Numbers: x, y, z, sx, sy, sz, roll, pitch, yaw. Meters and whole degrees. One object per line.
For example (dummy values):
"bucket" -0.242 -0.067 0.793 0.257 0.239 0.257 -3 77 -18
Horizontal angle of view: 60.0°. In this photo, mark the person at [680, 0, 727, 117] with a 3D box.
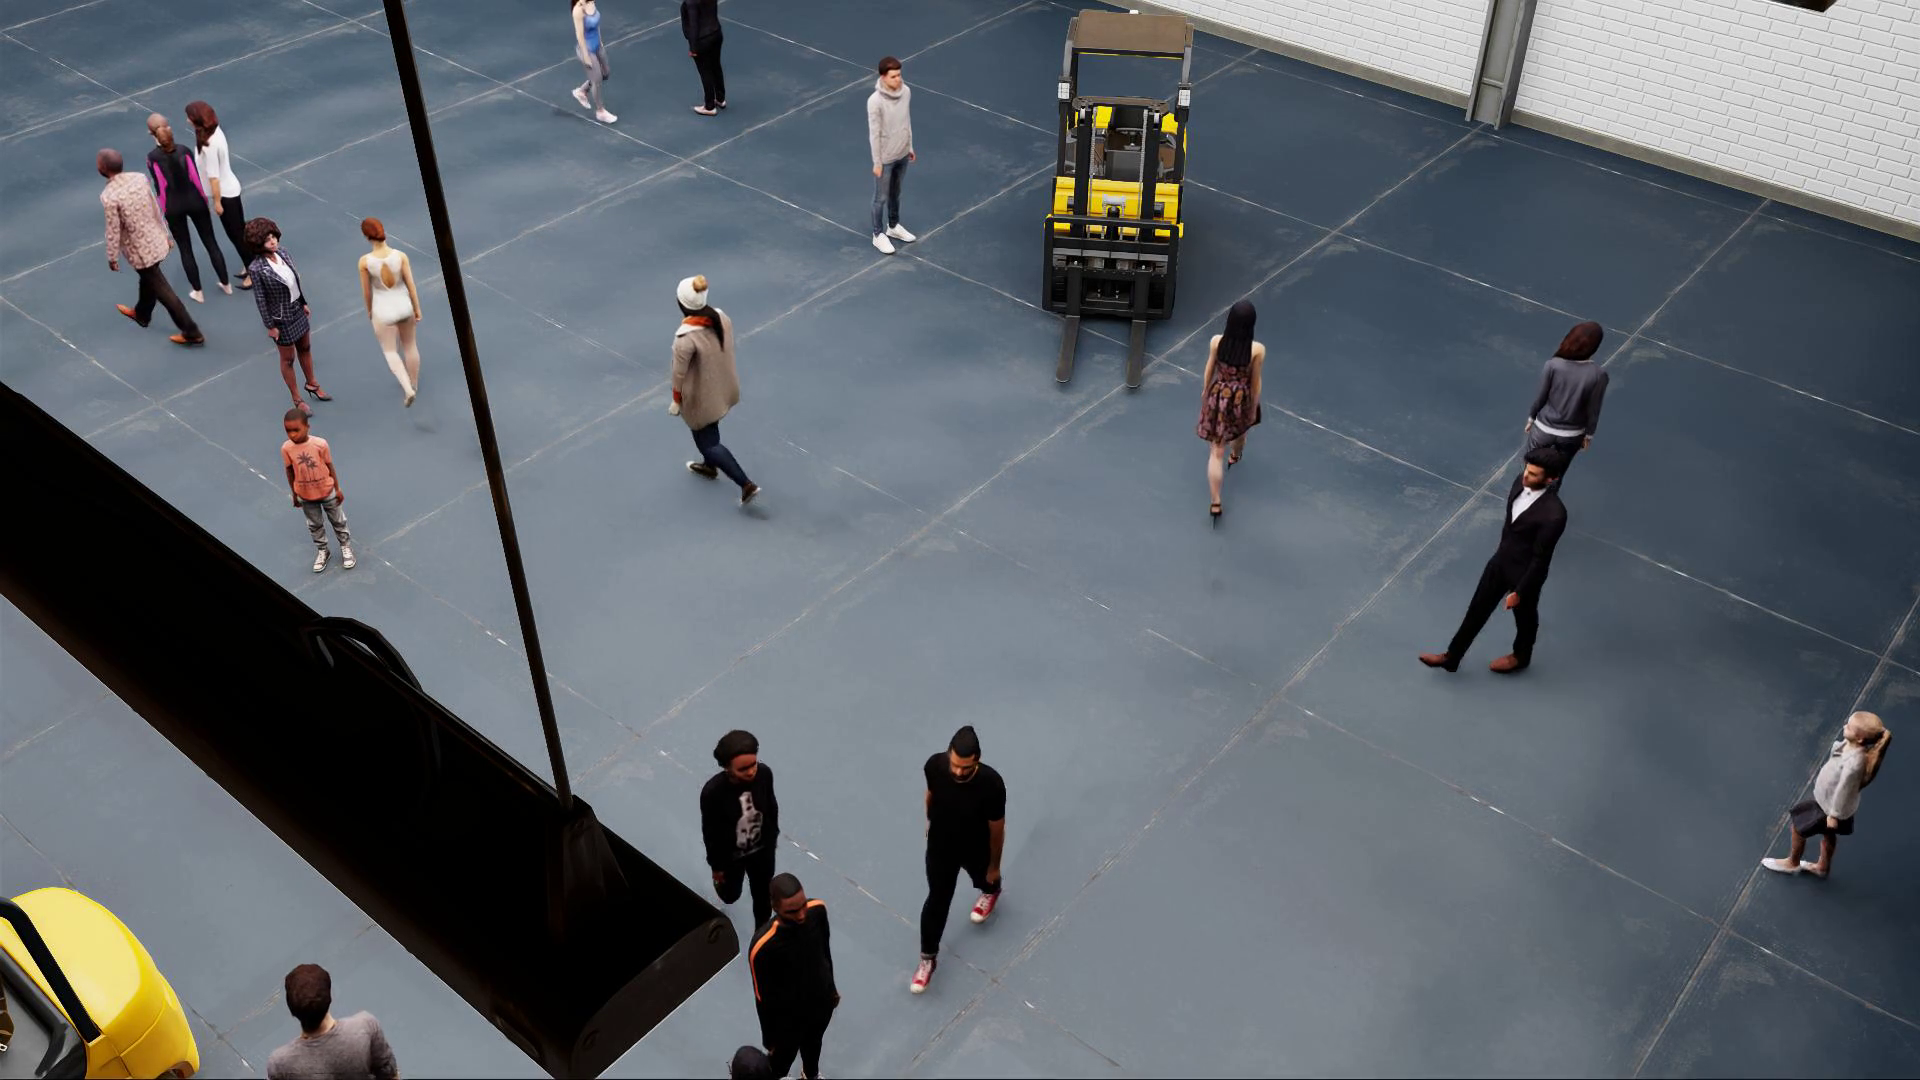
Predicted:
"person" -2.736 -5.386 17.896 0.703 1.613 0.708 17 42 20

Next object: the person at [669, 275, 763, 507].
"person" -1.806 -1.085 12.308 1.140 1.866 0.808 20 43 23

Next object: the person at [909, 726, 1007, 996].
"person" 0.063 1.604 9.062 1.155 1.714 0.938 16 41 20

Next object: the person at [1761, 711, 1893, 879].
"person" 5.088 1.508 9.544 0.613 1.263 0.552 22 44 25

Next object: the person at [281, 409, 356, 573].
"person" -4.592 -0.374 11.862 0.568 1.310 0.616 -6 39 -8

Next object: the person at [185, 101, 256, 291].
"person" -6.553 -3.096 14.884 0.741 1.793 0.638 -11 40 -13

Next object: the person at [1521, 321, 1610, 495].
"person" 4.303 -0.754 11.983 0.873 1.755 0.832 15 41 18

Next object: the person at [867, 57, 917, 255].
"person" -0.656 -3.609 15.479 0.565 1.852 0.665 30 47 32

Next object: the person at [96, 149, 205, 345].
"person" -6.832 -2.436 14.079 1.245 1.767 1.049 7 39 9

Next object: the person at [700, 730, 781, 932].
"person" -1.220 1.634 9.070 0.821 1.657 1.035 -17 42 -21

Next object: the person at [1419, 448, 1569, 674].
"person" 3.712 0.163 10.755 1.133 1.854 1.120 -8 39 -10

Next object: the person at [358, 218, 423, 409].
"person" -4.538 -1.792 13.390 0.753 1.621 0.937 -18 42 -21

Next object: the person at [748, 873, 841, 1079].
"person" -0.802 2.258 8.169 0.543 1.807 0.640 31 48 33

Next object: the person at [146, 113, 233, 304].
"person" -6.866 -2.940 14.728 0.606 1.745 0.606 -23 44 -26

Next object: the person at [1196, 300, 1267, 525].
"person" 1.957 -0.906 12.198 1.154 1.723 0.980 10 40 13

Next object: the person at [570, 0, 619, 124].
"person" -3.988 -5.216 17.697 0.879 1.595 0.763 8 39 9

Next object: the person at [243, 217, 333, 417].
"person" -5.403 -1.795 13.328 0.662 1.703 0.687 13 40 16

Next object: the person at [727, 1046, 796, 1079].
"person" -0.783 2.914 7.416 0.973 1.722 0.637 25 45 27

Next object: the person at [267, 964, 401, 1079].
"person" -2.762 2.686 7.570 0.822 1.887 0.966 -25 45 -28
